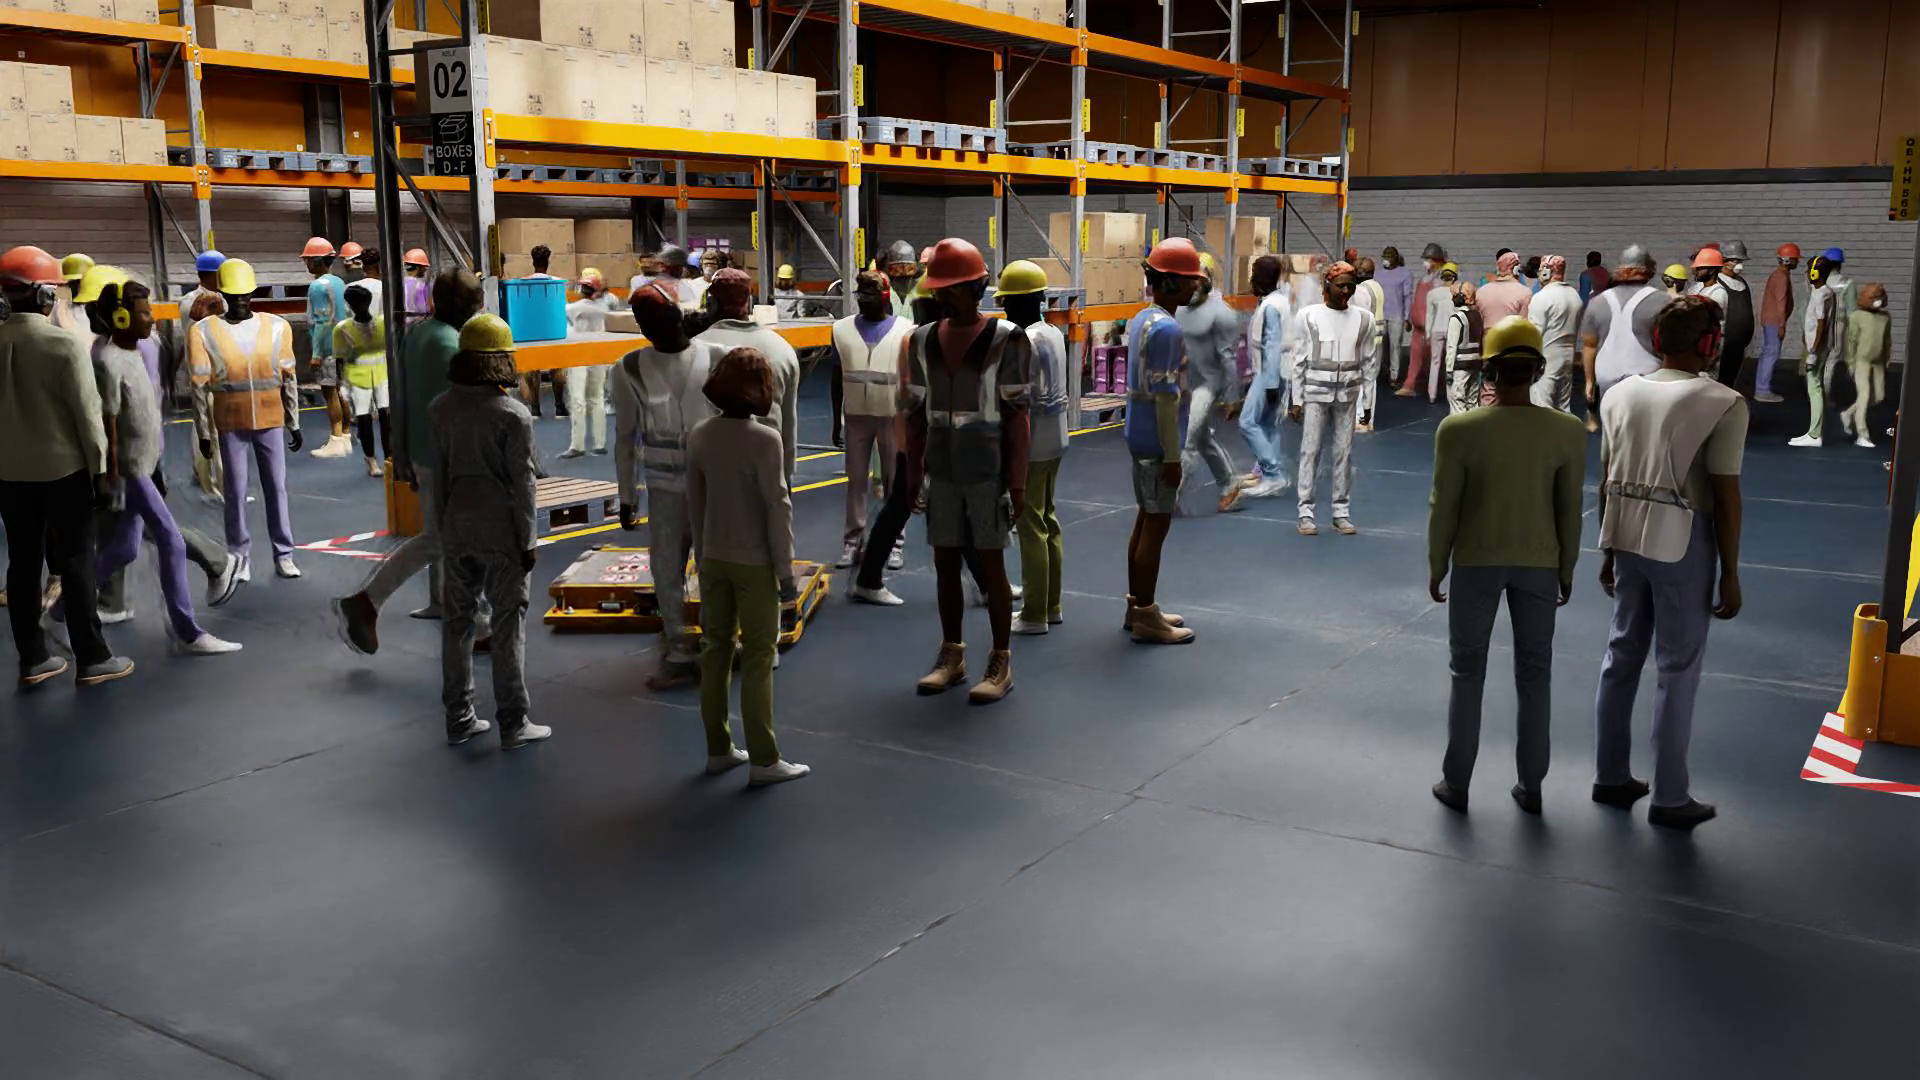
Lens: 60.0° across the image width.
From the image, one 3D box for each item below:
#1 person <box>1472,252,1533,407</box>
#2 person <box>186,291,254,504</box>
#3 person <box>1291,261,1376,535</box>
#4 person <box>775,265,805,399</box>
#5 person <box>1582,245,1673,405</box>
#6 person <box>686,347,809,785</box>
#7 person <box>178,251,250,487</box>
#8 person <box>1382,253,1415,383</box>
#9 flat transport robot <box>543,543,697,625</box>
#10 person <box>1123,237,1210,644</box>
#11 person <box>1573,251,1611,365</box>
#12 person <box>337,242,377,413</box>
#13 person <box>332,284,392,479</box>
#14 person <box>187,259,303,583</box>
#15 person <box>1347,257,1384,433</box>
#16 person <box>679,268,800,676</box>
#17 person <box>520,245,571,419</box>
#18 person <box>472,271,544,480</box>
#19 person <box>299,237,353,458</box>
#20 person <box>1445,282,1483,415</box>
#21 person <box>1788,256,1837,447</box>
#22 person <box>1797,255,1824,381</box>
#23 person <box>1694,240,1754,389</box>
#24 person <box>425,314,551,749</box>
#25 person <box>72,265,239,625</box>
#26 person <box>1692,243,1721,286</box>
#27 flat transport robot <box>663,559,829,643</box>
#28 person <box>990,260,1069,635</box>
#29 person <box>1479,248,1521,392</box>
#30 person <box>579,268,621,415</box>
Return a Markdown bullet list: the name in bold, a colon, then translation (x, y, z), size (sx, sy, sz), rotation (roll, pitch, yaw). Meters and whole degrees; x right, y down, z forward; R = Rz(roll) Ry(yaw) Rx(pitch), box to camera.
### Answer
- **person**: translation (5.116, -1.732, 15.593), size (0.407, 1.911, 0.639), rotation (-8, 13, -38)
- **person**: translation (-5.722, -1.088, 12.786), size (0.500, 1.633, 0.286), rotation (6, 12, 31)
- **person**: translation (2.569, -0.969, 11.457), size (0.584, 1.878, 0.362), rotation (-1, 10, -3)
- **person**: translation (-2.191, -2.592, 20.896), size (0.497, 1.698, 0.784), rotation (2, 10, 11)
- **person**: translation (5.224, -1.316, 12.921), size (0.688, 2.000, 0.982), rotation (10, 14, 43)
- **person**: translation (-0.809, 0.096, 6.225), size (0.498, 1.633, 0.280), rotation (8, 13, 39)
- **person**: translation (-6.171, -1.414, 13.766), size (0.417, 1.937, 0.617), rotation (2, 10, 10)
- **person**: translation (6.205, -3.187, 23.831), size (0.579, 1.853, 0.897), rotation (3, 11, 17)
- **flat transport robot**: translation (-1.836, 0.232, 9.250), size (0.652, 0.197, 1.431), rotation (0, 10, -1)
- **person**: translation (1.036, -0.493, 8.393), size (0.407, 2.035, 0.610), rotation (-1, 10, -4)
- **person**: translation (10.199, -3.734, 26.873), size (0.622, 1.845, 0.430), rotation (-6, 12, -30)
- **person**: translation (-7.112, -2.495, 19.600), size (0.403, 1.989, 0.628), rotation (2, 10, 10)
- **person**: translation (-4.966, -1.318, 13.979), size (0.565, 1.647, 0.713), rotation (-5, 11, -26)
- **person**: translation (-4.223, -0.700, 9.874), size (0.591, 1.913, 0.394), rotation (-7, 12, -34)
- **person**: translation (4.238, -2.058, 17.588), size (0.429, 1.841, 0.633), rotation (6, 12, 30)
- **person**: translation (-1.055, -0.305, 7.738), size (0.652, 1.896, 0.402), rotation (-9, 14, -41)
- **person**: translation (-4.714, -2.341, 18.809), size (0.607, 1.966, 0.373), rotation (0, 10, 1)
- **person**: translation (-3.798, -1.285, 13.455), size (0.573, 1.781, 1.010), rotation (10, 14, 44)
- **person**: translation (-5.925, -1.789, 15.539), size (0.371, 2.044, 0.608), rotation (0, 10, -2)
- **person**: translation (4.702, -1.586, 15.557), size (0.514, 1.634, 0.313), rotation (-10, 14, -43)
- **person**: translation (8.402, -1.845, 16.352), size (0.335, 1.864, 0.521), rotation (7, 12, 34)
- **person**: translation (12.325, -3.193, 23.996), size (0.648, 1.806, 0.437), rotation (-9, 14, -42)
- **person**: translation (7.813, -2.046, 16.966), size (0.681, 2.000, 0.535), rotation (-6, 12, -29)
- **person**: translation (-1.875, -0.029, 6.646), size (0.482, 1.736, 0.312), rotation (4, 11, 20)
- **person**: translation (-4.338, -0.500, 8.809), size (0.592, 1.901, 0.817), rotation (8, 13, 39)
- **person**: translation (10.747, -3.278, 23.969), size (0.428, 1.977, 0.603), rotation (4, 11, 23)
- **flat transport robot**: translation (-1.110, 0.300, 8.874), size (0.652, 0.197, 1.431), rotation (0, 10, 3)
- **person**: translation (0.353, -0.470, 8.580), size (0.398, 1.920, 0.586), rotation (4, 11, 19)
- **person**: translation (6.774, -2.697, 20.910), size (0.587, 1.920, 0.391), rotation (-5, 11, -24)
- **person**: translation (-4.146, -2.293, 19.254), size (0.497, 1.701, 0.696), rotation (3, 11, 18)
